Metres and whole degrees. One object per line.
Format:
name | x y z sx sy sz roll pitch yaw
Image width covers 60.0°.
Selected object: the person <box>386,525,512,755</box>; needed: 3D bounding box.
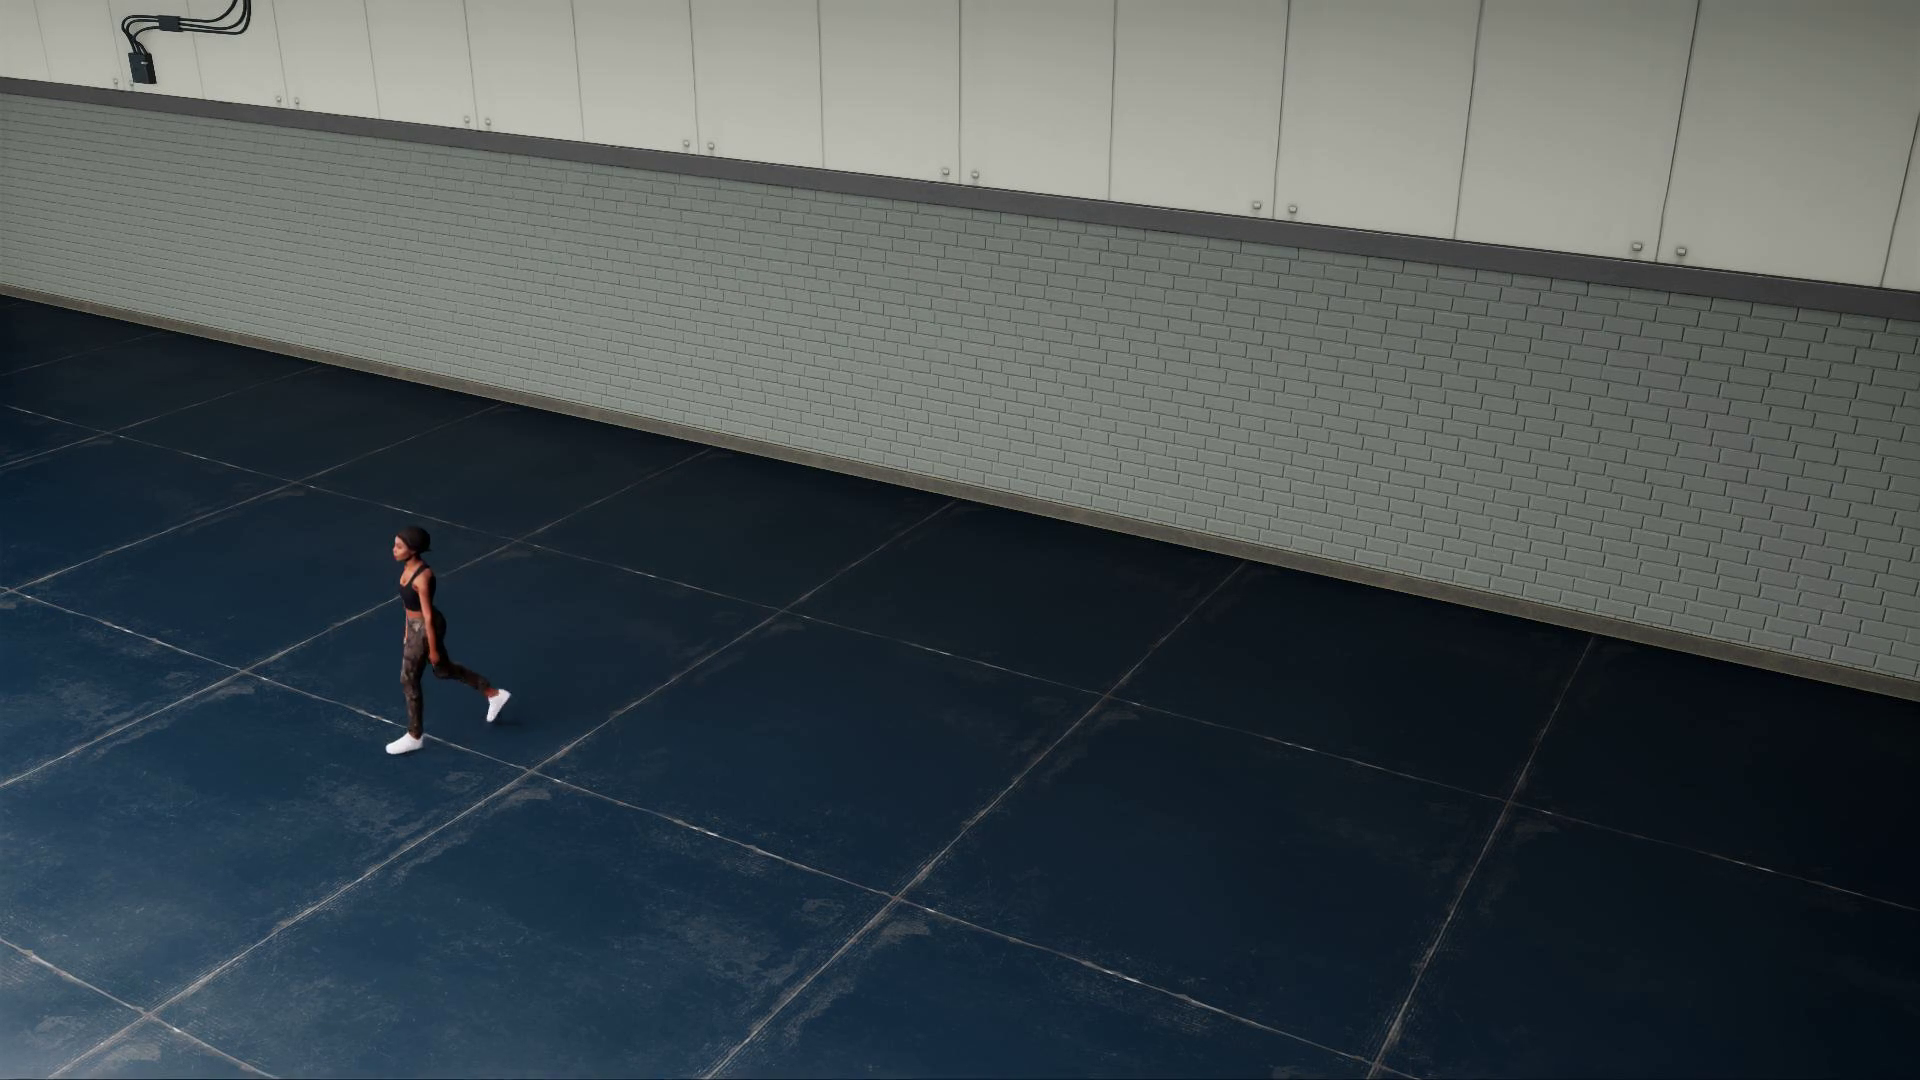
person | -3.652 0.666 11.661 1.184 1.666 0.994 -10 25 -23
